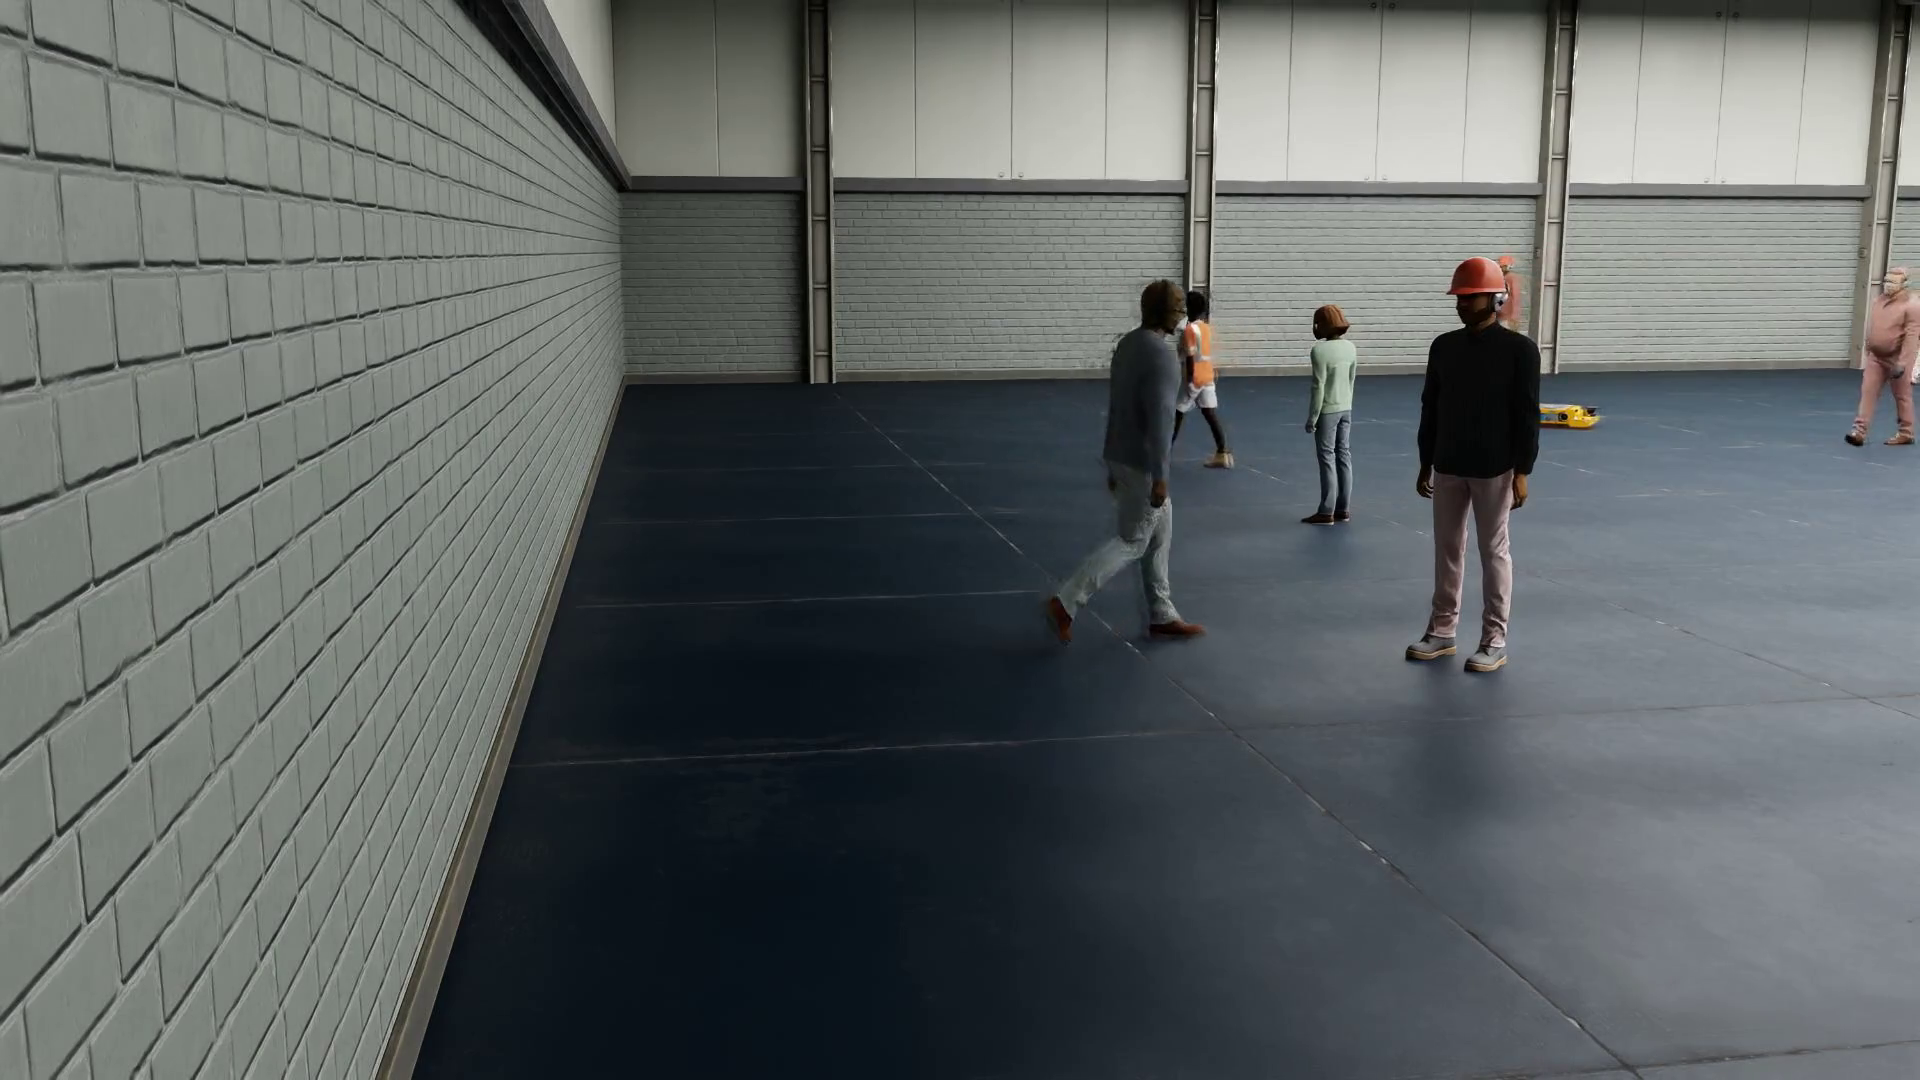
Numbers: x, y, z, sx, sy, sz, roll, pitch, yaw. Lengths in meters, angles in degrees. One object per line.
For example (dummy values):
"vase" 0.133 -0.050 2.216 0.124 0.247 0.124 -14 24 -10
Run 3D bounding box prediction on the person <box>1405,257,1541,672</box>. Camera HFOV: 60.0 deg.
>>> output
"person" 2.486 -0.365 8.077 0.386 1.992 0.625 -8 13 -40

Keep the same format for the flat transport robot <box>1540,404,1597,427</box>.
"flat transport robot" 6.652 -1.479 19.446 1.431 0.197 0.652 5 11 28

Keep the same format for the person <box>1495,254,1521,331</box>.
"person" 8.443 -3.444 25.827 0.442 1.984 0.643 -2 10 -11

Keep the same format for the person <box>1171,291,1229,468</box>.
"person" 2.159 -1.497 15.573 0.883 1.642 0.548 6 12 32

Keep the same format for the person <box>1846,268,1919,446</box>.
"person" 9.606 -1.881 17.223 0.943 1.853 0.667 -5 11 -24

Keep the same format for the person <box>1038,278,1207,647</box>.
"person" 0.833 -0.378 8.467 0.893 1.901 0.666 -2 10 -13

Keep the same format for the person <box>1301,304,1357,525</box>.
"person" 2.745 -0.927 12.351 0.499 1.632 0.285 -9 13 -41

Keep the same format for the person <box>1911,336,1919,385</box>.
"person" 14.693 -3.125 25.102 0.851 1.585 0.538 -6 11 -29
